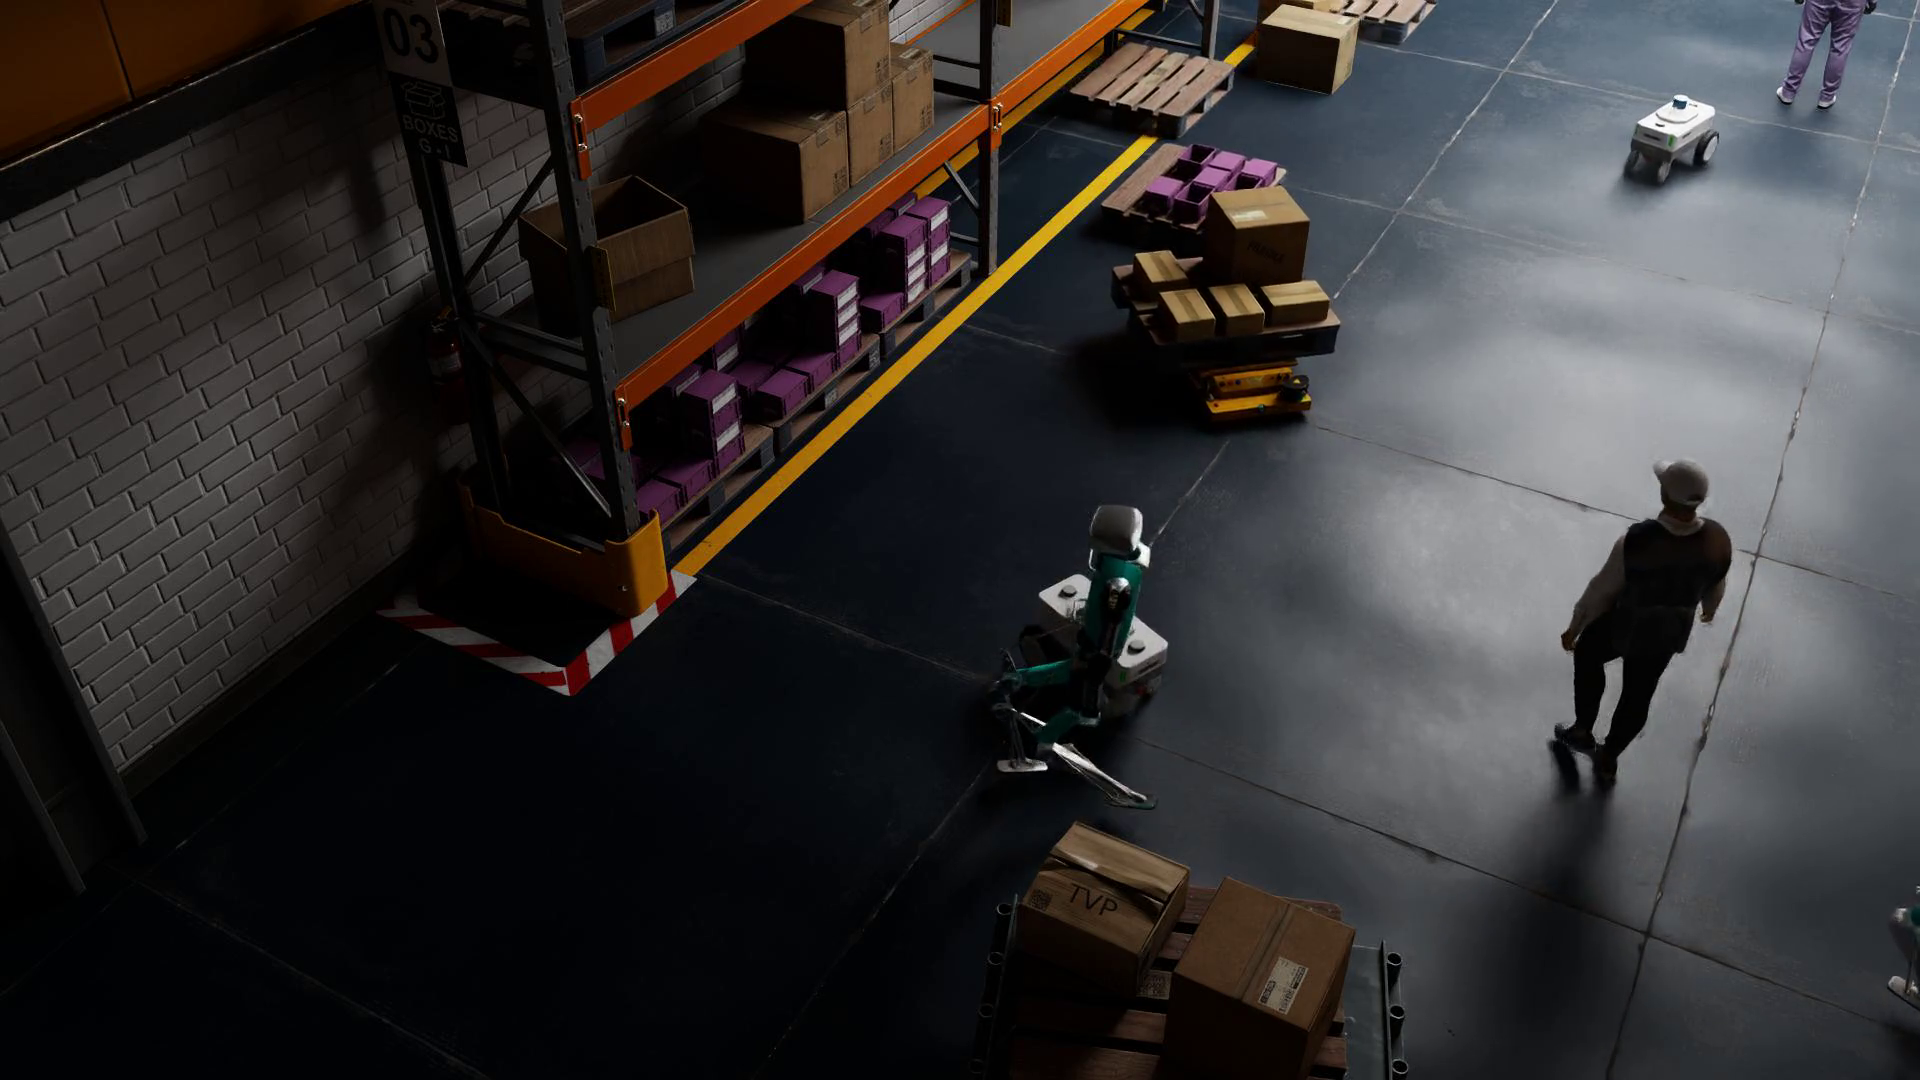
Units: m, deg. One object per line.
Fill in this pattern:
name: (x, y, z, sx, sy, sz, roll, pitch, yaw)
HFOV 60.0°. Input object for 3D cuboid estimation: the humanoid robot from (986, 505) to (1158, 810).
humanoid robot: (0.430, 0.554, 7.356, 1.006, 1.740, 0.547, 6, 39, 8)

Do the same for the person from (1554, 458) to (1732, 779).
person: (3.120, 0.371, 7.574, 0.741, 1.742, 0.498, 1, 39, 1)

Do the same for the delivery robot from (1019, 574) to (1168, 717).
delivery robot: (0.707, 0.497, 8.362, 0.524, 0.586, 0.745, -25, 45, -28)

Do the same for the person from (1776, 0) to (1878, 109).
person: (7.120, -4.449, 13.470, 0.636, 1.910, 0.409, 14, 41, 17)

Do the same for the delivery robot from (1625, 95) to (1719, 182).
delivery robot: (5.558, -3.165, 12.962, 0.798, 0.614, 0.499, -31, 48, -33)

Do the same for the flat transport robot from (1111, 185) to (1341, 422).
flat transport robot: (1.715, -1.260, 10.794, 0.659, 0.231, 1.431, -8, 39, -10)

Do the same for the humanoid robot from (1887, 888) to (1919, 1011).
humanoid robot: (4.037, 1.374, 6.307, 0.538, 1.730, 0.963, -23, 44, -26)
